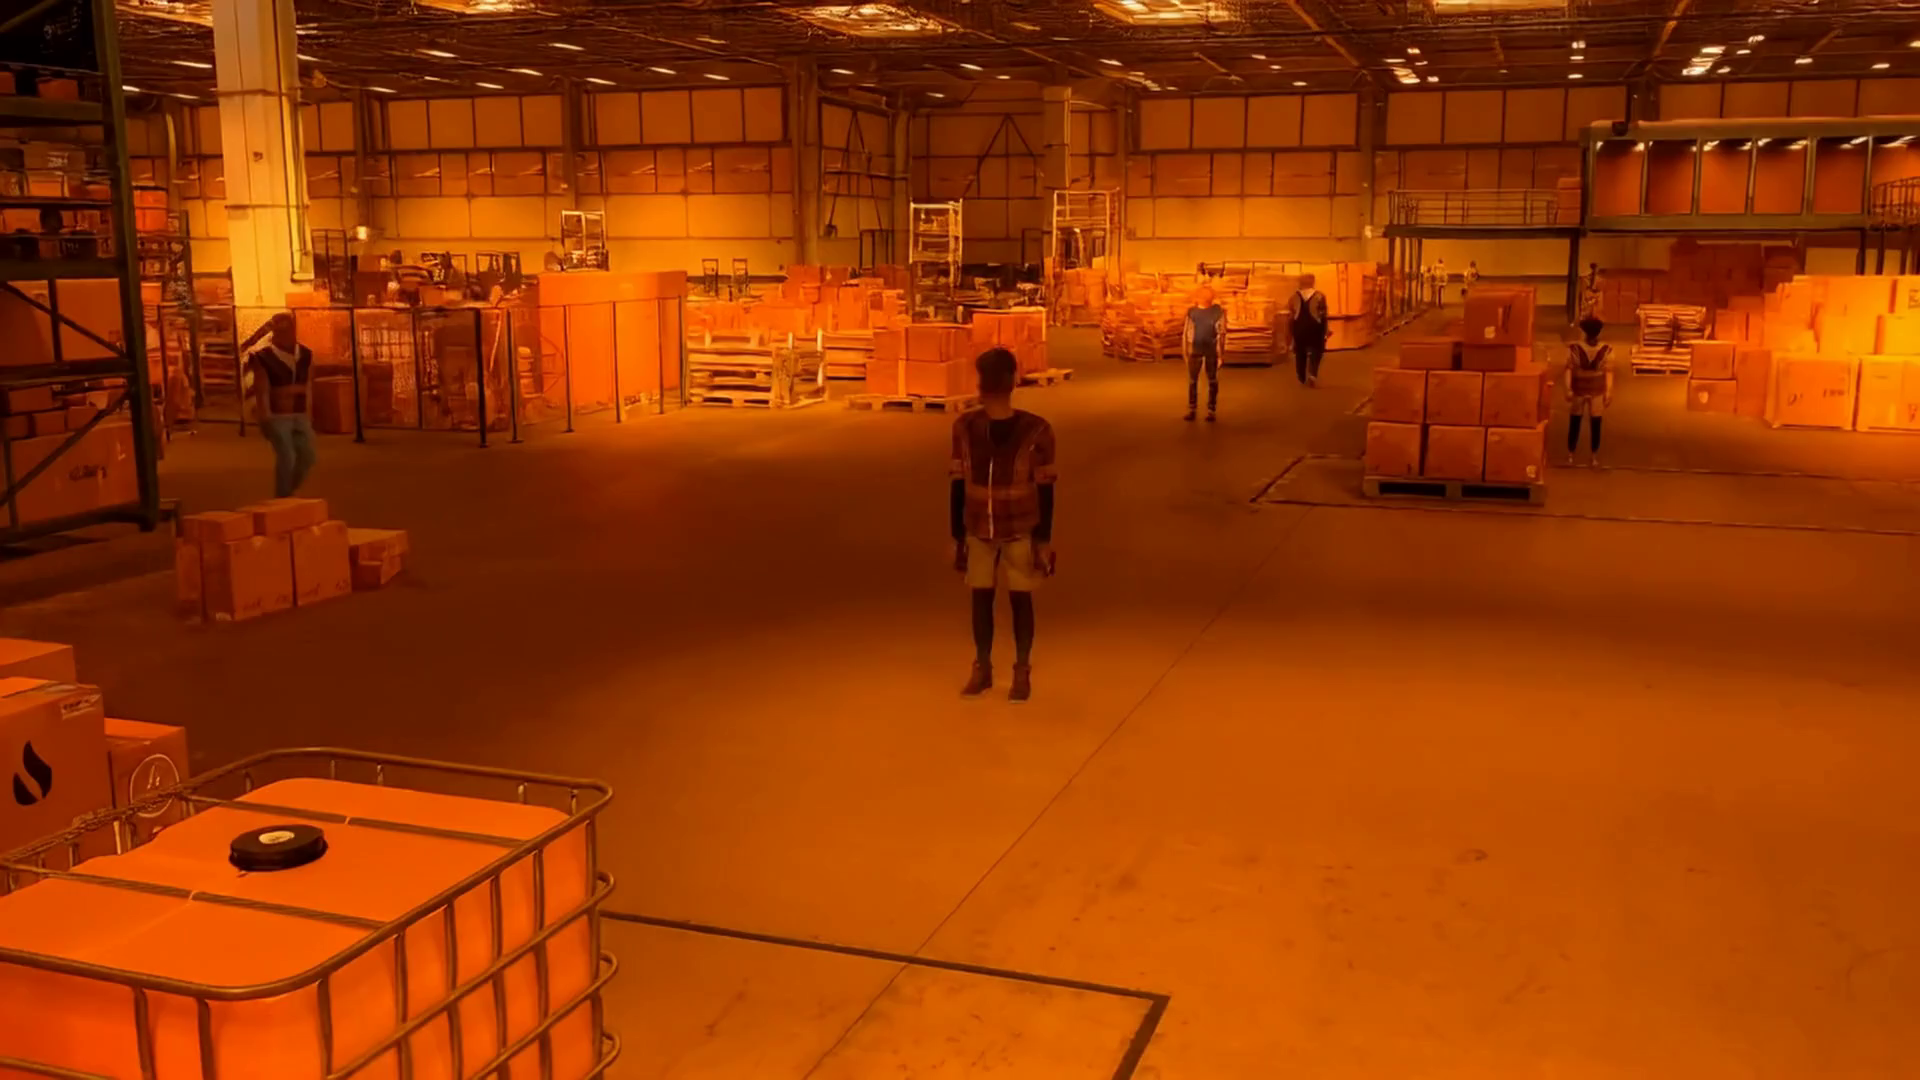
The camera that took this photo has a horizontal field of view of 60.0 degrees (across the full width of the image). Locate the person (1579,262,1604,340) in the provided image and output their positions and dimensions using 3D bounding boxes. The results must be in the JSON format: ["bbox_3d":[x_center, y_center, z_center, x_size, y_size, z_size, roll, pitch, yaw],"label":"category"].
[{"bbox_3d":[16.582,-6.266,43.718,0.609,2.043,0.376,3,11,19],"label":"person"}]

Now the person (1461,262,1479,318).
[{"bbox_3d":[17.523,-8.568,57.146,0.570,1.912,0.633,2,10,12],"label":"person"}]

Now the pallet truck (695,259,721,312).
[{"bbox_3d":[-9.165,-9.627,62.776,0.823,1.965,1.885,4,11,23],"label":"pallet truck"}]

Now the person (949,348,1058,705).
[{"bbox_3d":[0.227,-0.055,9.033,0.632,1.956,0.436,4,11,21],"label":"person"}]

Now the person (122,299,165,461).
[{"bbox_3d":[-9.486,-1.866,19.224,0.547,1.942,0.351,3,11,19],"label":"person"}]

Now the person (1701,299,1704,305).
[{"bbox_3d":[22.634,-7.450,50.856,0.520,1.871,0.326,3,11,19],"label":"person"}]

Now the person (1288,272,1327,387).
[{"bbox_3d":[6.130,-3.693,29.235,0.709,2.000,0.535,6,12,31],"label":"person"}]

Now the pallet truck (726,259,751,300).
[{"bbox_3d":[-7.986,-9.493,62.019,0.823,1.965,1.885,3,11,17],"label":"pallet truck"}]

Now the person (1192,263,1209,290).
[{"bbox_3d":[8.231,-8.547,57.011,0.577,1.884,0.353,3,11,19],"label":"person"}]

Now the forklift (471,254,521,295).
[{"bbox_3d":[-17.990,-10.121,64.684,1.157,1.987,2.680,3,11,17],"label":"forklift"}]

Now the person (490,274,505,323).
[{"bbox_3d":[-10.968,-5.401,39.478,0.918,1.820,0.544,-9,14,-42],"label":"person"}]

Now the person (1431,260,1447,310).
[{"bbox_3d":[18.423,-9.815,64.033,0.589,1.927,0.368,3,11,19],"label":"person"}]

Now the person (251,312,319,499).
[{"bbox_3d":[-6.143,-1.126,15.173,0.448,1.896,0.624,6,12,32],"label":"person"}]

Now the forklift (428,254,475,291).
[{"bbox_3d":[-20.133,-10.254,65.465,1.157,1.987,2.680,3,11,19],"label":"forklift"}]

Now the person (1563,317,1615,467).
[{"bbox_3d":[7.095,-1.666,18.790,0.537,1.696,0.318,3,11,19],"label":"person"}]

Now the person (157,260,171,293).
[{"bbox_3d":[-32.659,-10.575,68.188,0.823,1.960,0.641,8,13,40],"label":"person"}]

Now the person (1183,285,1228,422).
[{"bbox_3d":[3.462,-2.642,23.602,0.631,1.940,0.370,3,11,19],"label":"person"}]
